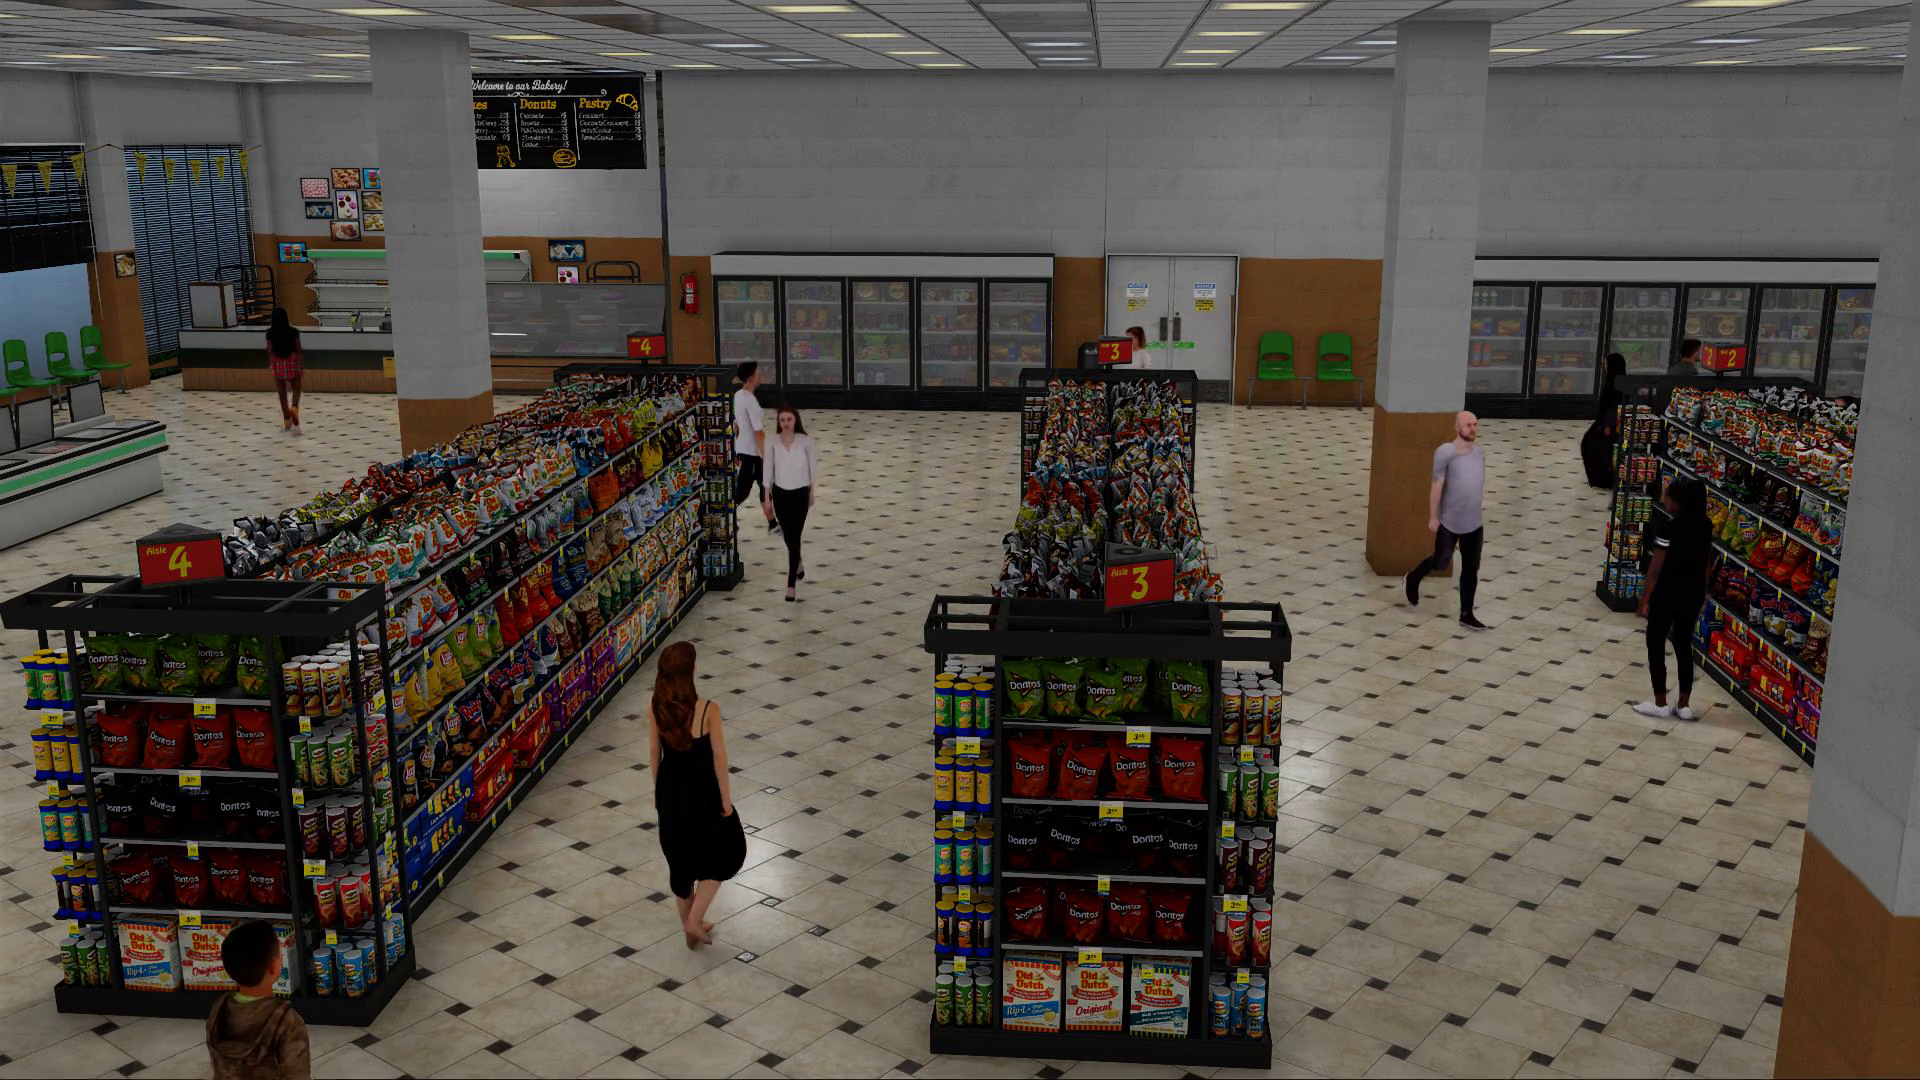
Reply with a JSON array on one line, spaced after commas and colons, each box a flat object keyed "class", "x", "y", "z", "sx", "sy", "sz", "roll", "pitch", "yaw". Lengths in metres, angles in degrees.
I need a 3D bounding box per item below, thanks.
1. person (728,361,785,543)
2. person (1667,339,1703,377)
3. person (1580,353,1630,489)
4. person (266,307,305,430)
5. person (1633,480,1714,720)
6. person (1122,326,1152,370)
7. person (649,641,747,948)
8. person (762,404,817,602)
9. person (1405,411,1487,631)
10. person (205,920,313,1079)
[{"class": "person", "x": -2.204, "y": -0.854, "z": 16.704, "sx": 1.156, "sy": 1.820, "sz": 1.266, "roll": -6, "pitch": 15, "yaw": -24}, {"class": "person", "x": 7.891, "y": -1.282, "z": 18.389, "sx": 0.843, "sy": 1.857, "sz": 0.686, "roll": -2, "pitch": 14, "yaw": -8}, {"class": "person", "x": 7.606, "y": -1.352, "z": 19.214, "sx": 0.932, "sy": 1.605, "sz": 0.987, "roll": -12, "pitch": 18, "yaw": -41}, {"class": "person", "x": -9.393, "y": -2.371, "z": 23.195, "sx": 0.803, "sy": 1.708, "sz": 1.013, "roll": -4, "pitch": 14, "yaw": -15}, {"class": "person", "x": 5.041, "y": 0.402, "z": 11.686, "sx": 0.710, "sy": 1.745, "sz": 0.689, "roll": 0, "pitch": 14, "yaw": -1}, {"class": "person", "x": 2.285, "y": -1.840, "z": 20.996, "sx": 0.872, "sy": 1.713, "sz": 0.812, "roll": -13, "pitch": 19, "yaw": -43}, {"class": "person", "x": -1.369, "y": 1.305, "z": 8.230, "sx": 0.640, "sy": 1.619, "sz": 0.733, "roll": 4, "pitch": 14, "yaw": 15}, {"class": "person", "x": -1.503, "y": -0.343, "z": 14.855, "sx": 0.635, "sy": 1.699, "sz": 1.234, "roll": 0, "pitch": 14, "yaw": 2}, {"class": "person", "x": 4.123, "y": -0.185, "z": 13.949, "sx": 0.995, "sy": 1.819, "sz": 1.178, "roll": -6, "pitch": 15, "yaw": -24}, {"class": "person", "x": -2.396, "y": 2.019, "z": 5.667, "sx": 0.664, "sy": 1.439, "sz": 0.874, "roll": 3, "pitch": 14, "yaw": 13}]
